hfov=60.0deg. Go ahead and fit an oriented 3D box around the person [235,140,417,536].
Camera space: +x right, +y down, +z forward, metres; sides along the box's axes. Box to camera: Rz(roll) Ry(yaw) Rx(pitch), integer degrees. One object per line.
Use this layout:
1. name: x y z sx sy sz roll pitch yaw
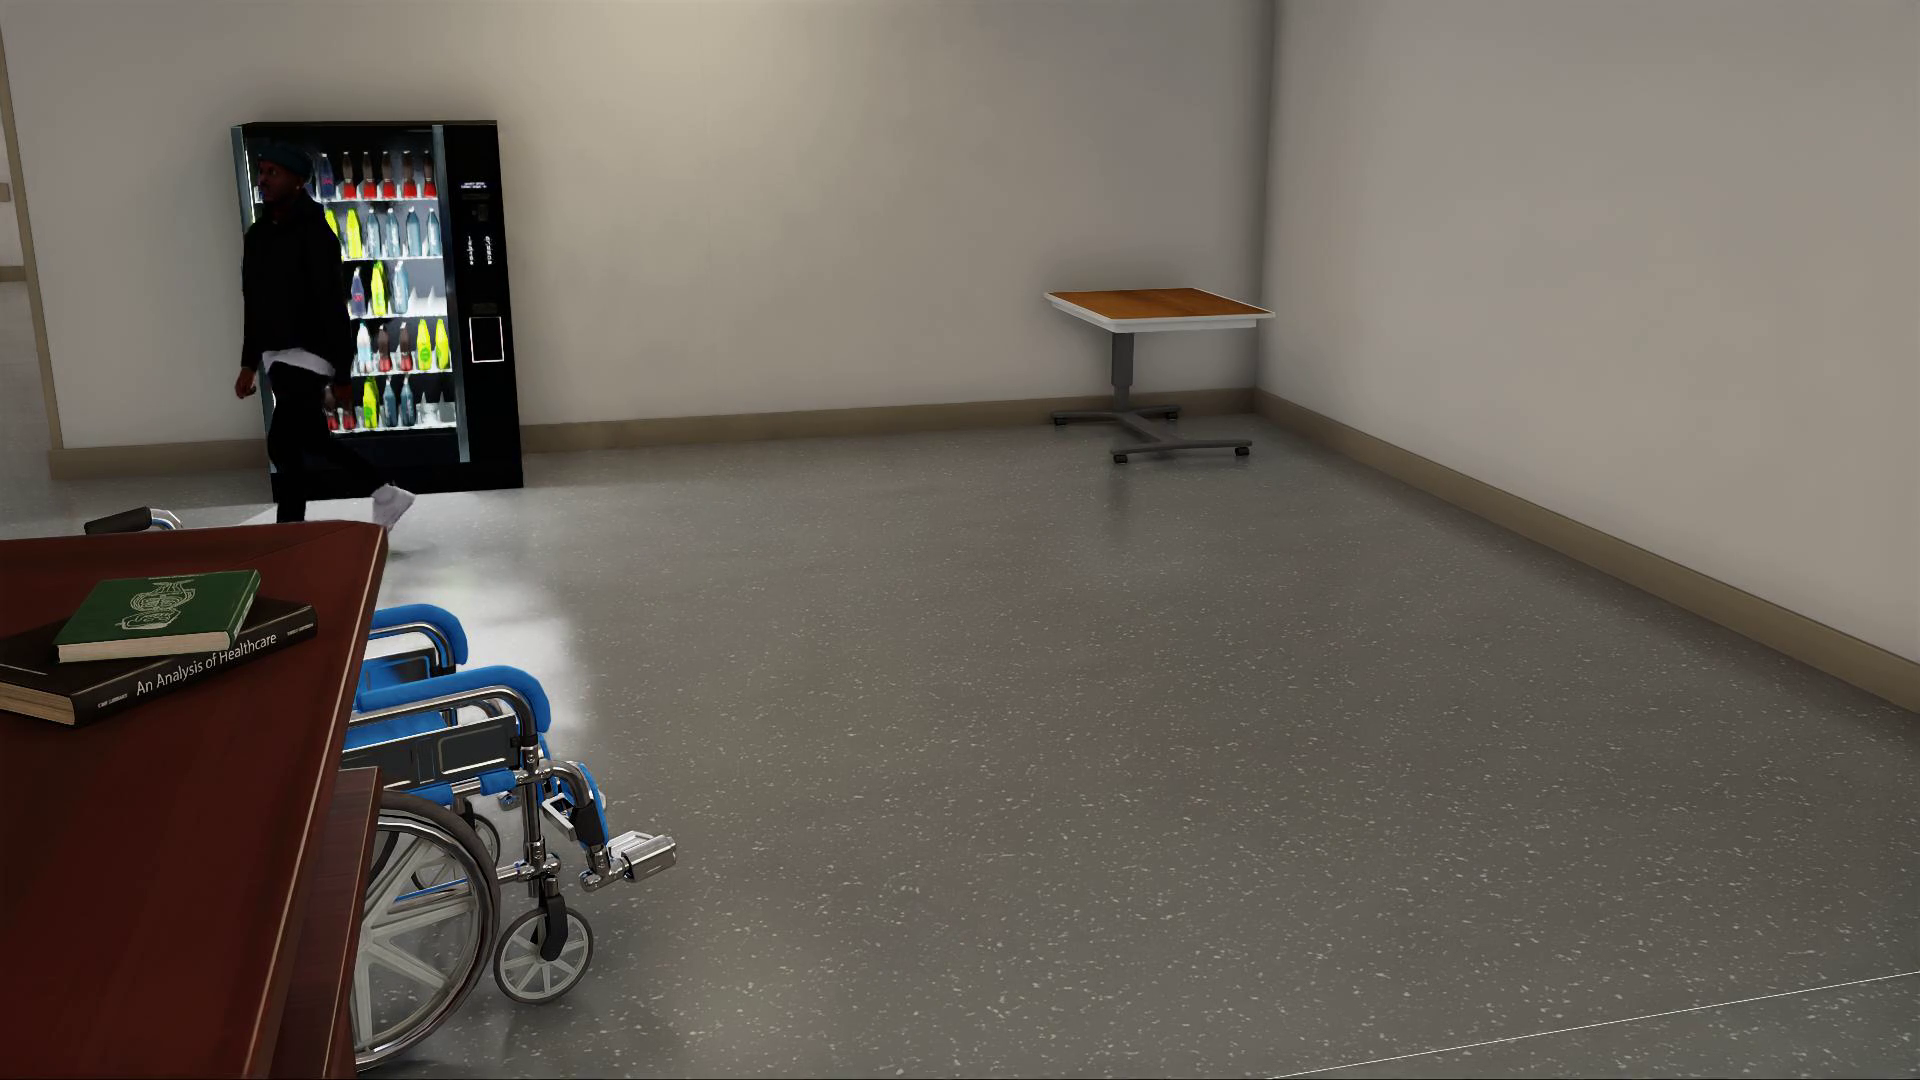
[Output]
1. person: -2.719 -0.755 7.048 1.149 1.788 1.282 12 19 36
